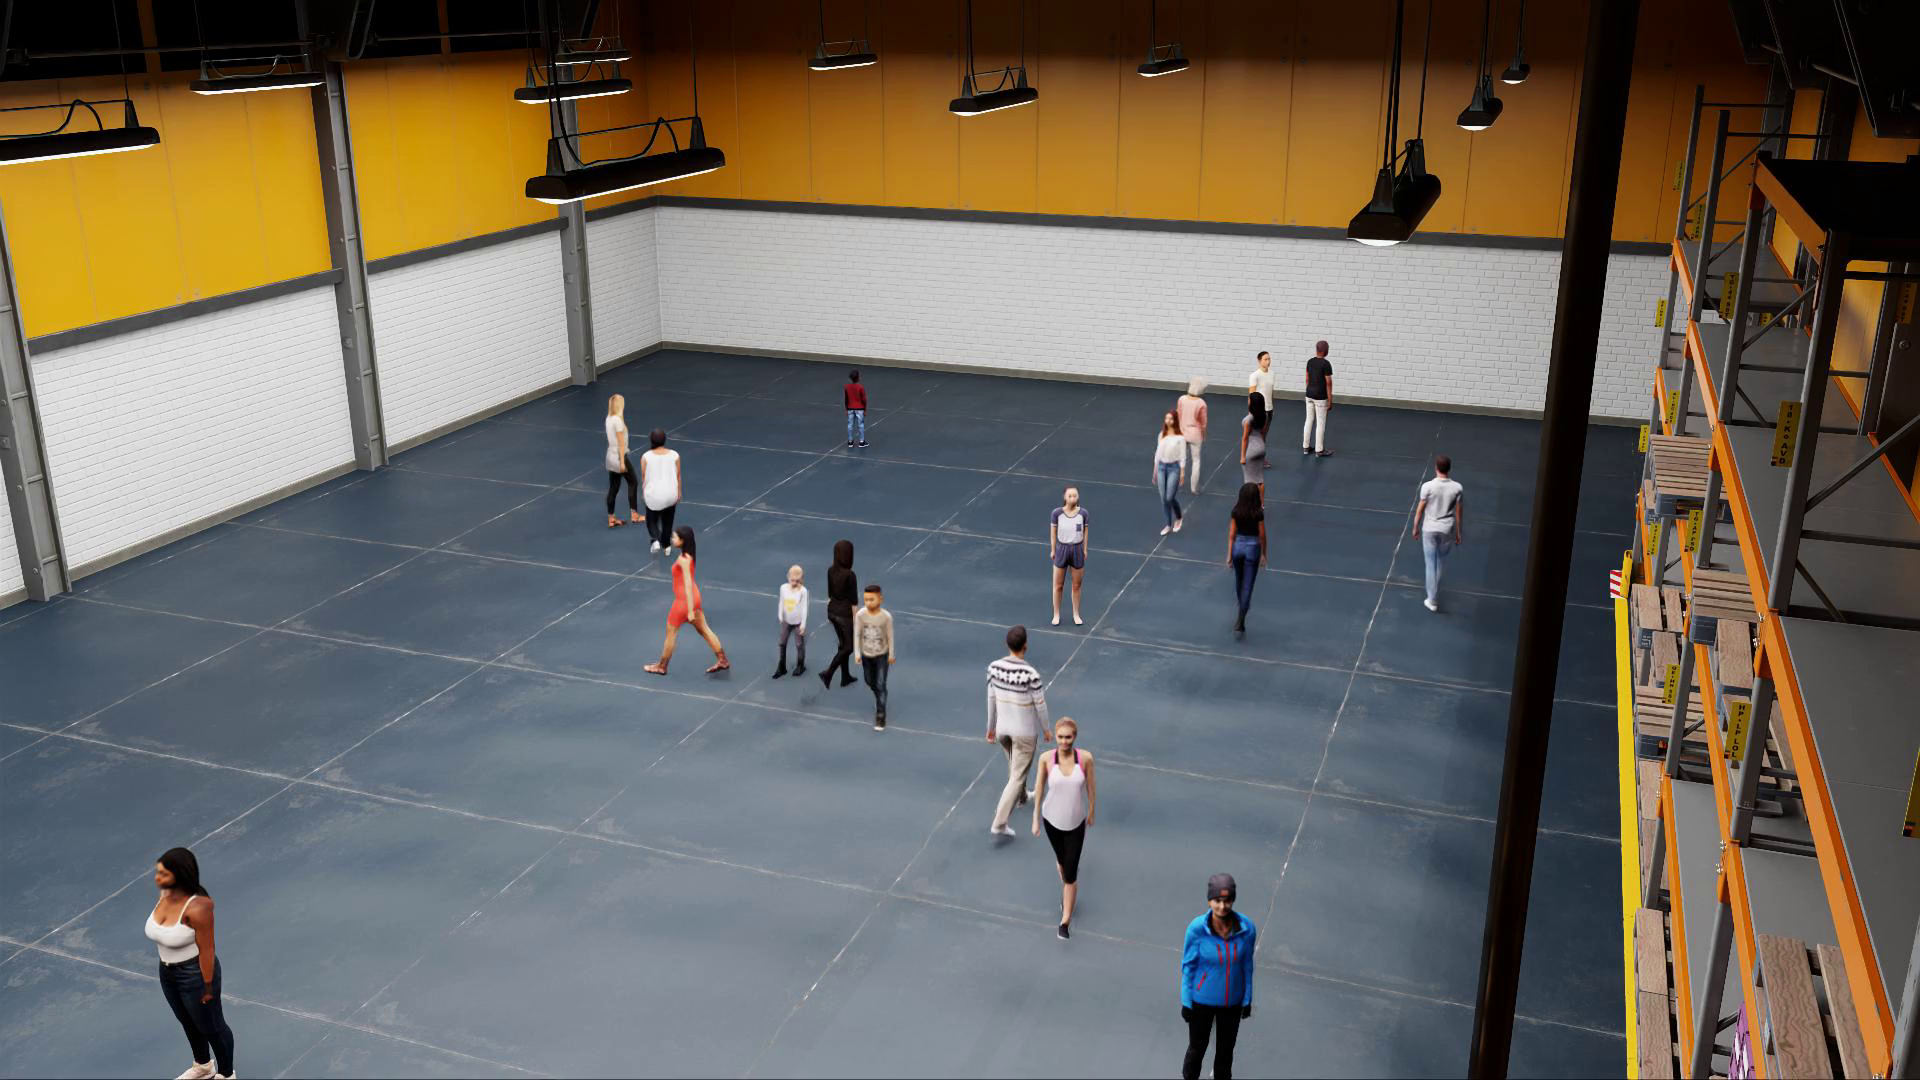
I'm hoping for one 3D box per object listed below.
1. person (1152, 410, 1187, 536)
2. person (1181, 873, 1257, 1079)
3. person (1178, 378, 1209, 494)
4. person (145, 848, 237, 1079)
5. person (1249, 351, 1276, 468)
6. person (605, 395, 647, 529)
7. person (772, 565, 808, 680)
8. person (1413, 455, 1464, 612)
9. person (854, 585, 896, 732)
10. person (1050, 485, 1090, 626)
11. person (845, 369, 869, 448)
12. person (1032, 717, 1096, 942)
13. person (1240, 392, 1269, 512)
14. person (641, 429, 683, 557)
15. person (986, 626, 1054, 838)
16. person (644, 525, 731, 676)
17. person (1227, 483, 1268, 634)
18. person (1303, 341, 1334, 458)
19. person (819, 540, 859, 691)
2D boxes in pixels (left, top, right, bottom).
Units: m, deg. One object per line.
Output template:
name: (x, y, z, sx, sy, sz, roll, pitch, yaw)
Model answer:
person: (2.849, -0.920, 22.285, 0.682, 1.719, 0.735, 15, 24, 37)
person: (1.645, 2.947, 10.678, 0.688, 1.797, 0.659, -1, 19, -3)
person: (3.355, -1.505, 24.061, 0.746, 1.693, 0.618, 6, 19, 16)
person: (-5.058, 2.844, 10.965, 0.698, 1.810, 0.683, 12, 22, 33)
person: (4.576, -1.991, 25.332, 0.674, 1.804, 0.784, -13, 23, -34)
person: (-4.727, -1.037, 22.506, 0.943, 1.799, 0.832, -15, 24, -38)
person: (-1.728, 0.849, 17.758, 0.521, 1.255, 0.624, 8, 20, 21)
person: (5.637, -0.056, 19.554, 0.921, 1.823, 1.148, 0, 19, 0)
person: (-0.835, 1.124, 16.653, 0.665, 1.440, 1.004, 3, 19, 8)
person: (1.250, 0.167, 19.167, 0.670, 1.648, 0.664, -1, 19, -2)
person: (-1.666, -2.106, 26.531, 0.516, 1.256, 0.498, 5, 19, 15)
person: (0.824, 2.180, 13.049, 0.788, 1.739, 1.176, 2, 19, 7)
person: (4.063, -1.171, 22.937, 0.622, 1.778, 0.719, -13, 23, -34)
person: (-3.849, -0.589, 21.361, 0.781, 1.682, 0.814, -5, 19, -16)
person: (0.451, 1.684, 14.384, 0.938, 1.827, 1.280, 13, 23, 34)
person: (-2.795, 0.683, 17.599, 0.940, 1.670, 1.164, 0, 19, -1)
person: (3.241, 0.235, 18.893, 0.594, 1.695, 1.174, 6, 20, 18)
person: (5.589, -2.219, 26.012, 0.788, 1.802, 0.765, -13, 23, -35)
person: (-1.275, 0.816, 17.279, 0.732, 1.624, 0.939, 15, 24, 37)
